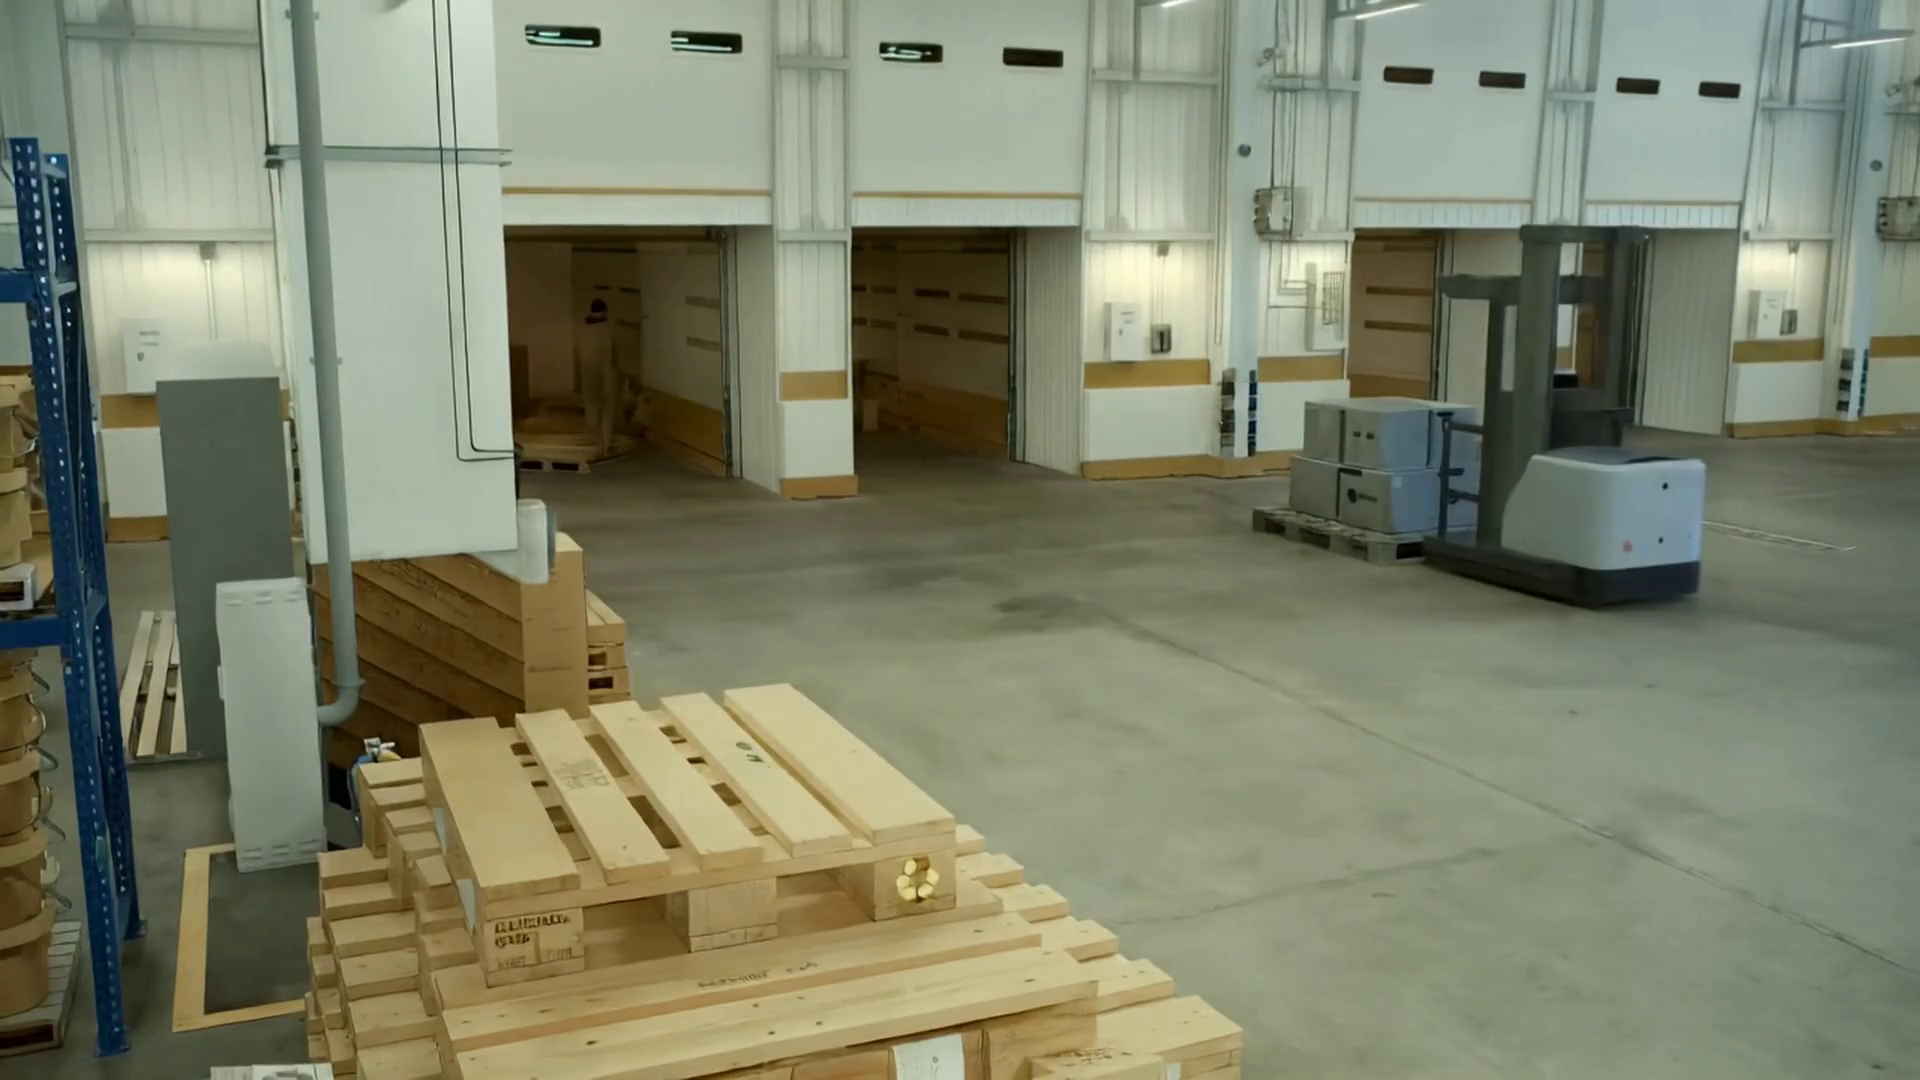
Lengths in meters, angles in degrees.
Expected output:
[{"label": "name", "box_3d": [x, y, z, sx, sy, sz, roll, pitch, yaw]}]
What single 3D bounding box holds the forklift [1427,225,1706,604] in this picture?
[{"label": "forklift", "box_3d": [4.762, -1.043, 12.937, 1.129, 2.768, 1.873, -4, 11, -23]}]
